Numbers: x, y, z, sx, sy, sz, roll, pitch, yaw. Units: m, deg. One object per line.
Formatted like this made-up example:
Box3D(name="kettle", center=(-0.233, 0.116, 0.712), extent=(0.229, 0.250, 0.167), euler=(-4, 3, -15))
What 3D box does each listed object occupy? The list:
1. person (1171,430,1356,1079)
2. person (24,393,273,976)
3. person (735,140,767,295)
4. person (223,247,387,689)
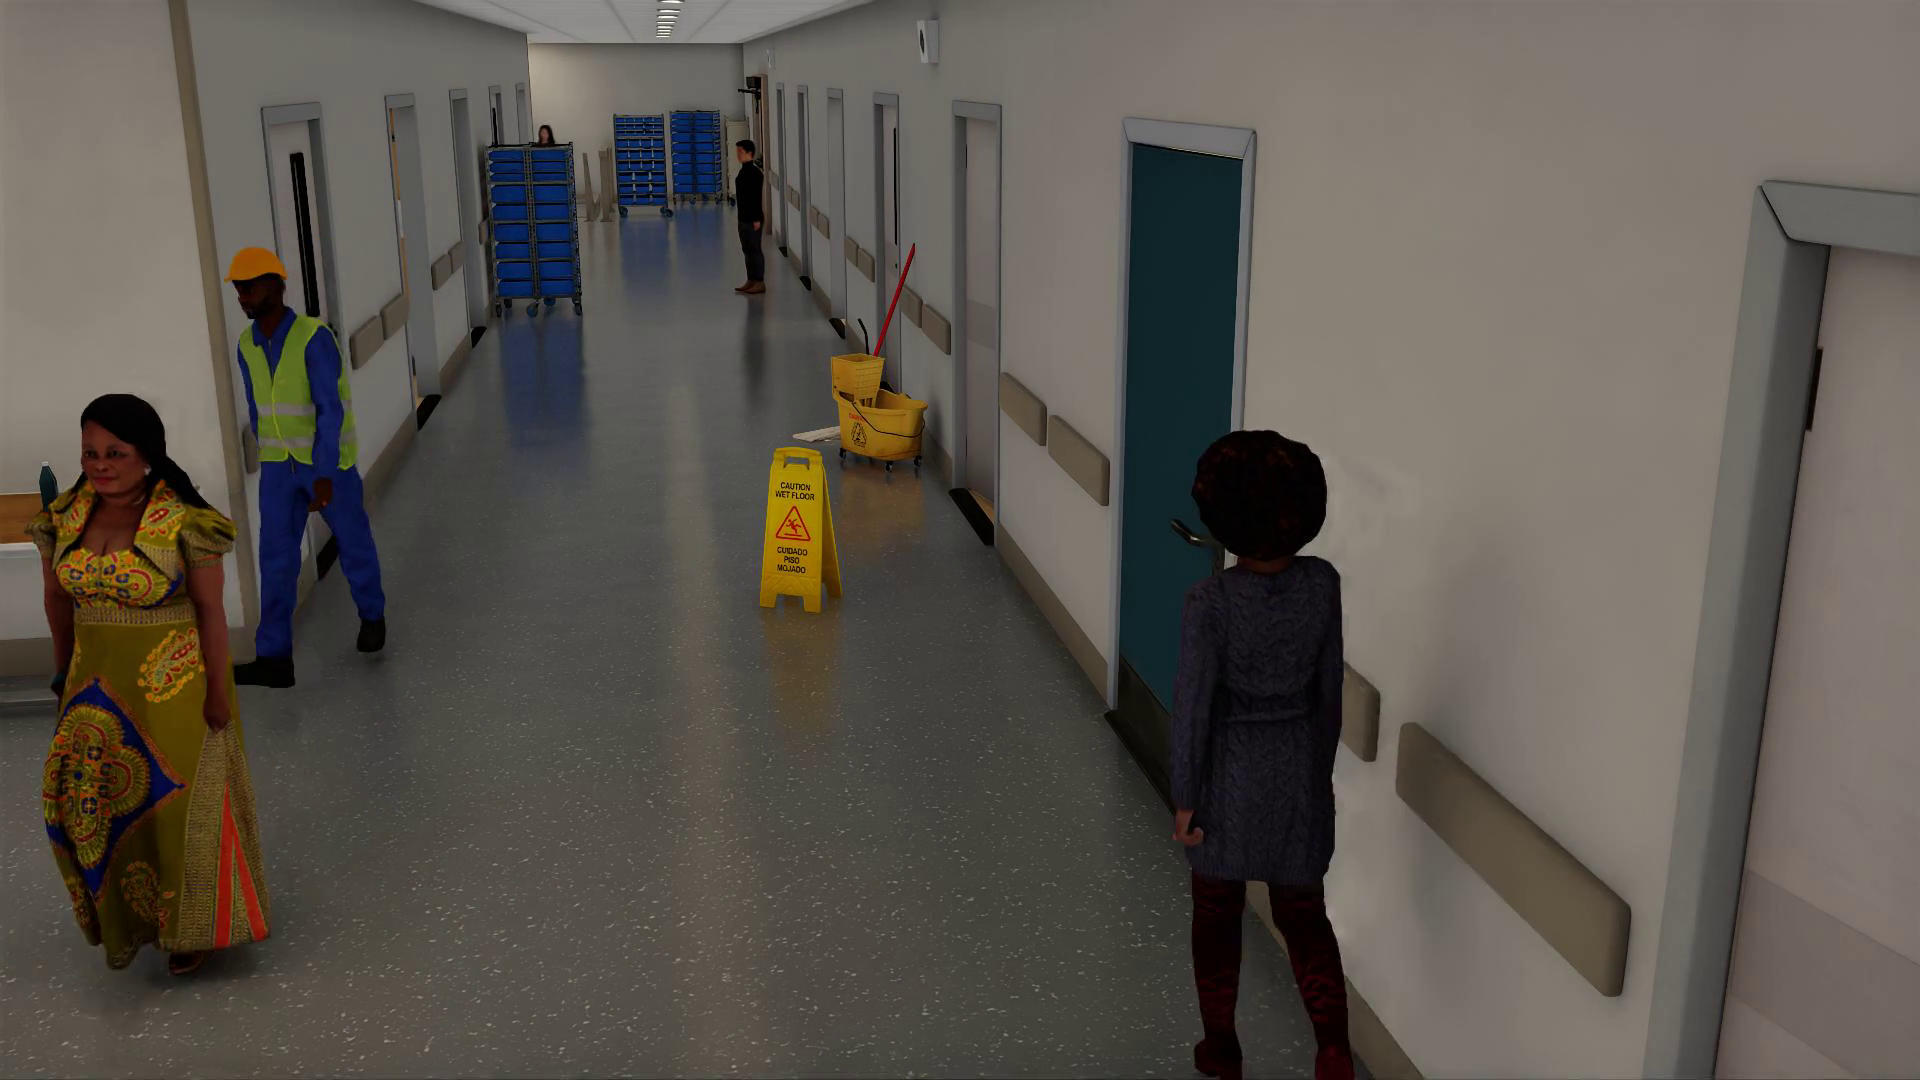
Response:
Box3D(name="person", center=(0.719, 0.614, 3.790), extent=(0.608, 1.692, 0.950), euler=(-4, 16, -13))
Box3D(name="person", center=(-2.252, 0.387, 4.671), extent=(0.726, 1.651, 0.810), euler=(-2, 16, -5))
Box3D(name="person", center=(-2.402, -3.711, 19.073), extent=(0.773, 1.723, 0.618), euler=(-10, 19, -31))
Box3D(name="person", center=(-2.653, -0.302, 6.928), extent=(0.946, 1.752, 1.297), euler=(2, 16, 7))
